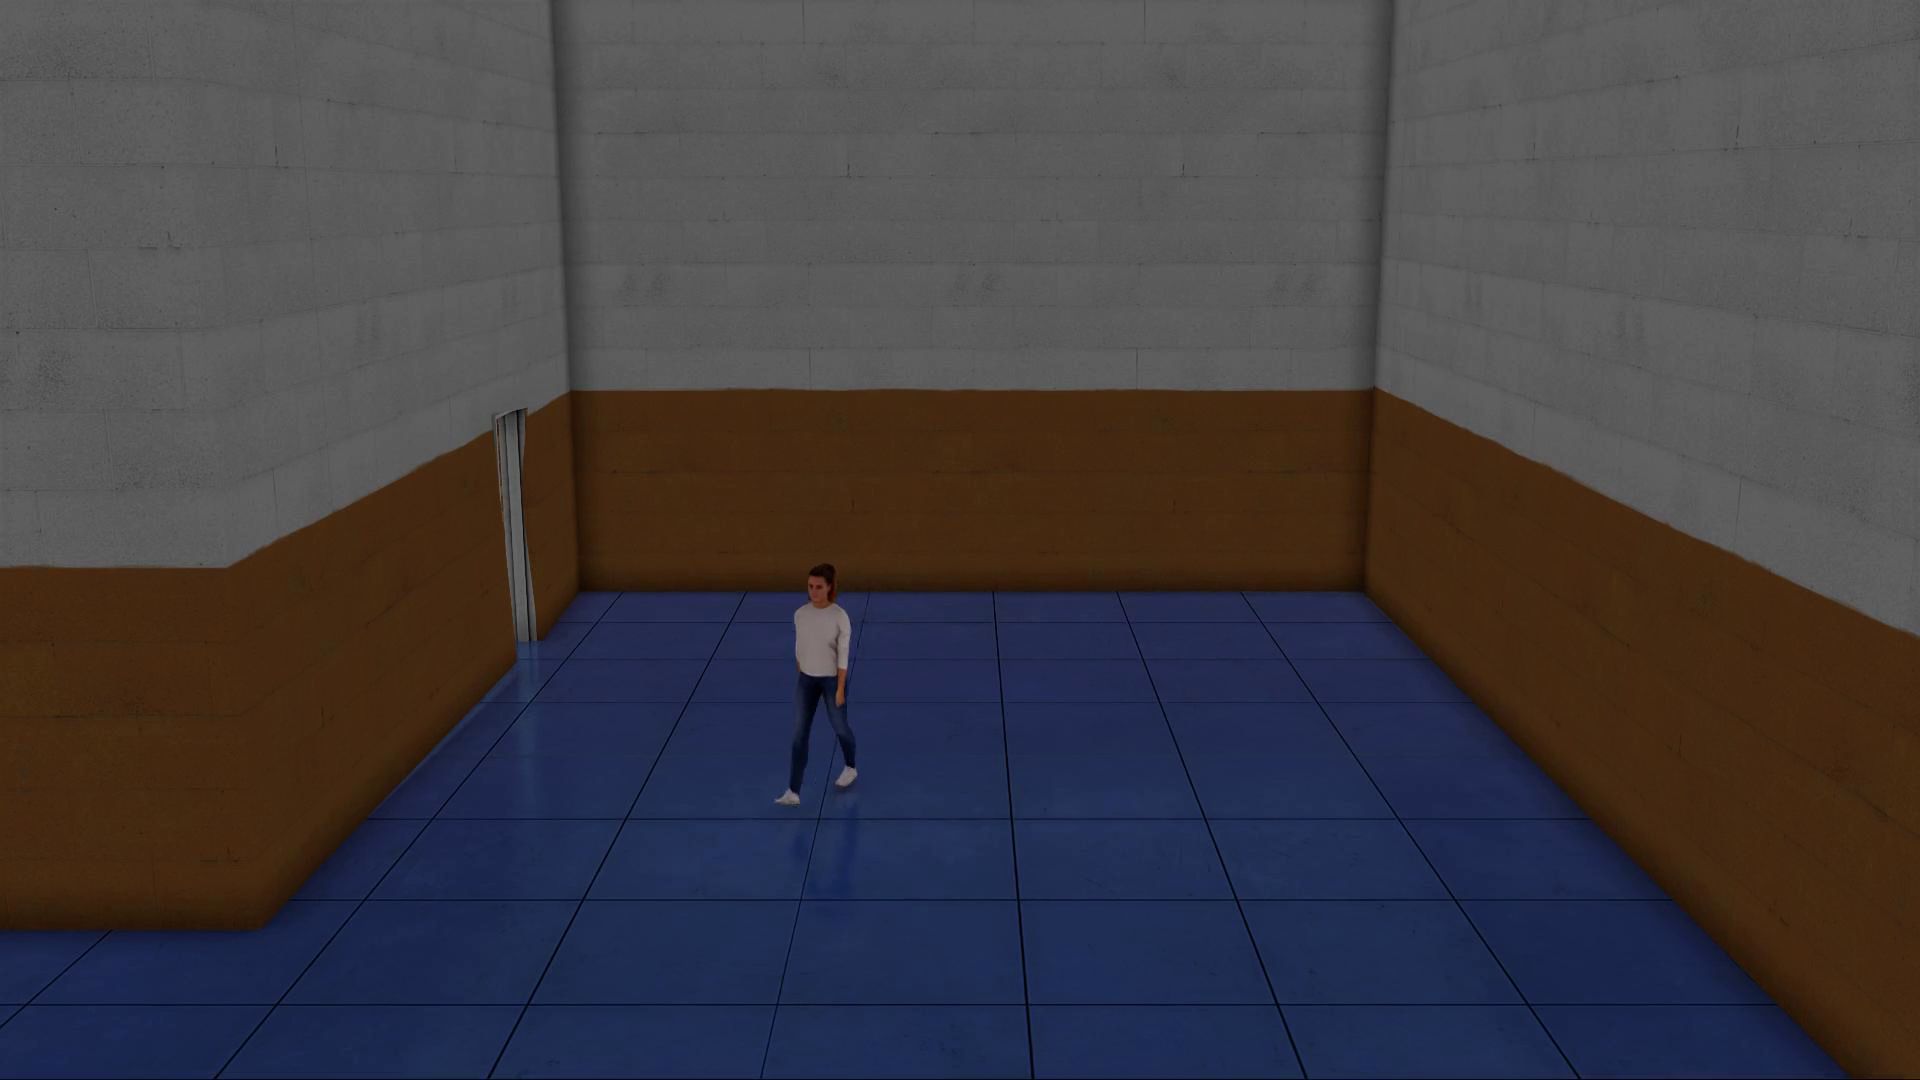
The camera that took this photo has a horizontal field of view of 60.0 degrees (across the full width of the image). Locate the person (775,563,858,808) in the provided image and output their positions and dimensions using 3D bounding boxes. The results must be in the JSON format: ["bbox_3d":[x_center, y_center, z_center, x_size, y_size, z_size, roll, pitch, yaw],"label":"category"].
[{"bbox_3d":[-0.914,1.017,11.711,1.160,1.670,0.979,5,13,24],"label":"person"}]
